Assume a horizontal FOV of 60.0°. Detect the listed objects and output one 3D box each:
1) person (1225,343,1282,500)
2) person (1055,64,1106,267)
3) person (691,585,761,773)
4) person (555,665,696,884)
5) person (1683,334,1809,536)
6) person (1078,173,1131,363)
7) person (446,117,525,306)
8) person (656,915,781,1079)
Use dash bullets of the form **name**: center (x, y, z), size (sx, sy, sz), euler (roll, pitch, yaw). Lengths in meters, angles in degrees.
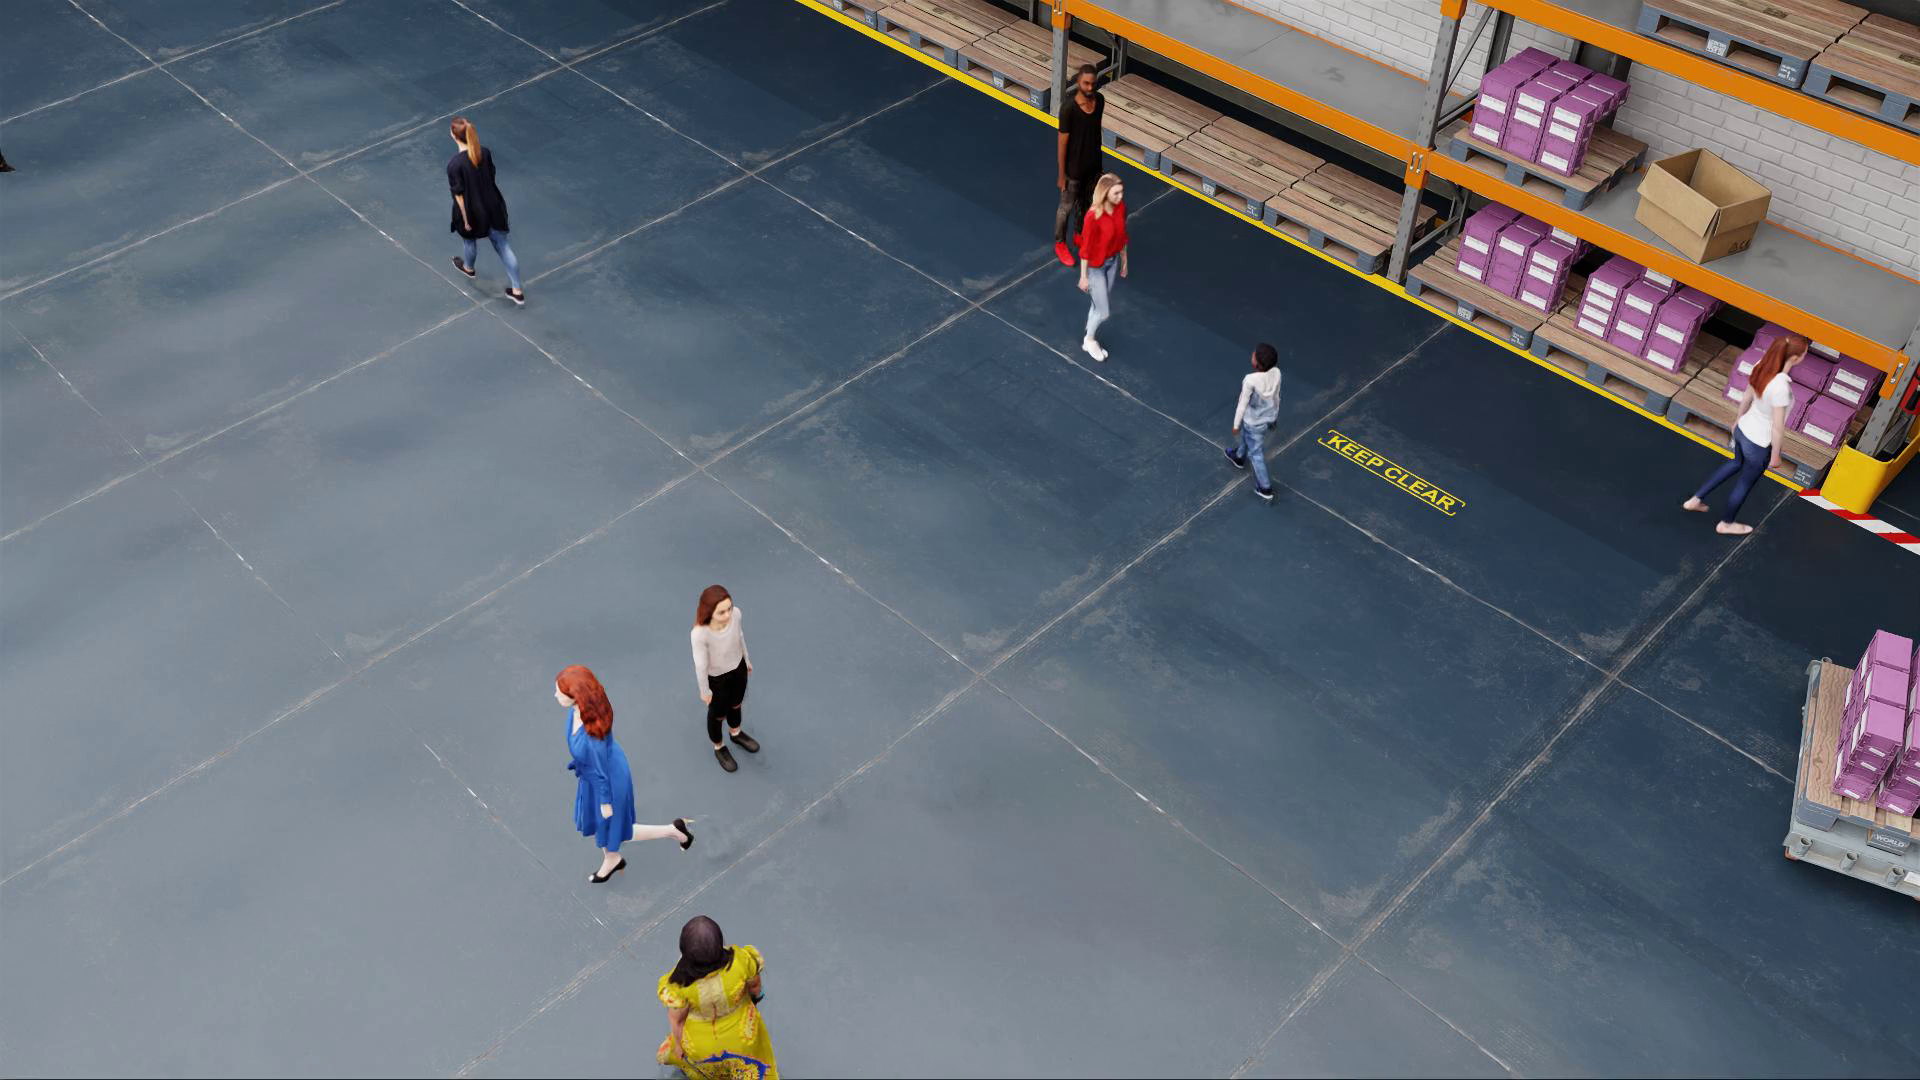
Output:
- **person**: center (2.199, -0.861, 12.121), size (0.626, 1.241, 0.912), euler (-21, 48, -21)
- **person**: center (1.026, -3.222, 14.191), size (0.668, 1.803, 0.552), euler (-29, 51, -27)
- **person**: center (-1.451, 0.809, 10.192), size (0.487, 1.484, 0.561), euler (31, 51, 28)
- **person**: center (-1.920, 1.355, 9.383), size (0.878, 1.810, 0.936), euler (-16, 46, -16)
- **person**: center (5.476, -0.705, 11.602), size (0.858, 1.732, 0.803), euler (-2, 44, -2)
- **person**: center (1.060, -2.193, 13.188), size (0.551, 1.698, 0.622), euler (34, 53, 31)
- **person**: center (-3.888, -2.665, 13.725), size (1.062, 1.640, 0.661), euler (32, 52, 29)
- **person**: center (-1.186, 2.510, 8.303), size (1.049, 1.627, 1.213), euler (-14, 45, -14)
